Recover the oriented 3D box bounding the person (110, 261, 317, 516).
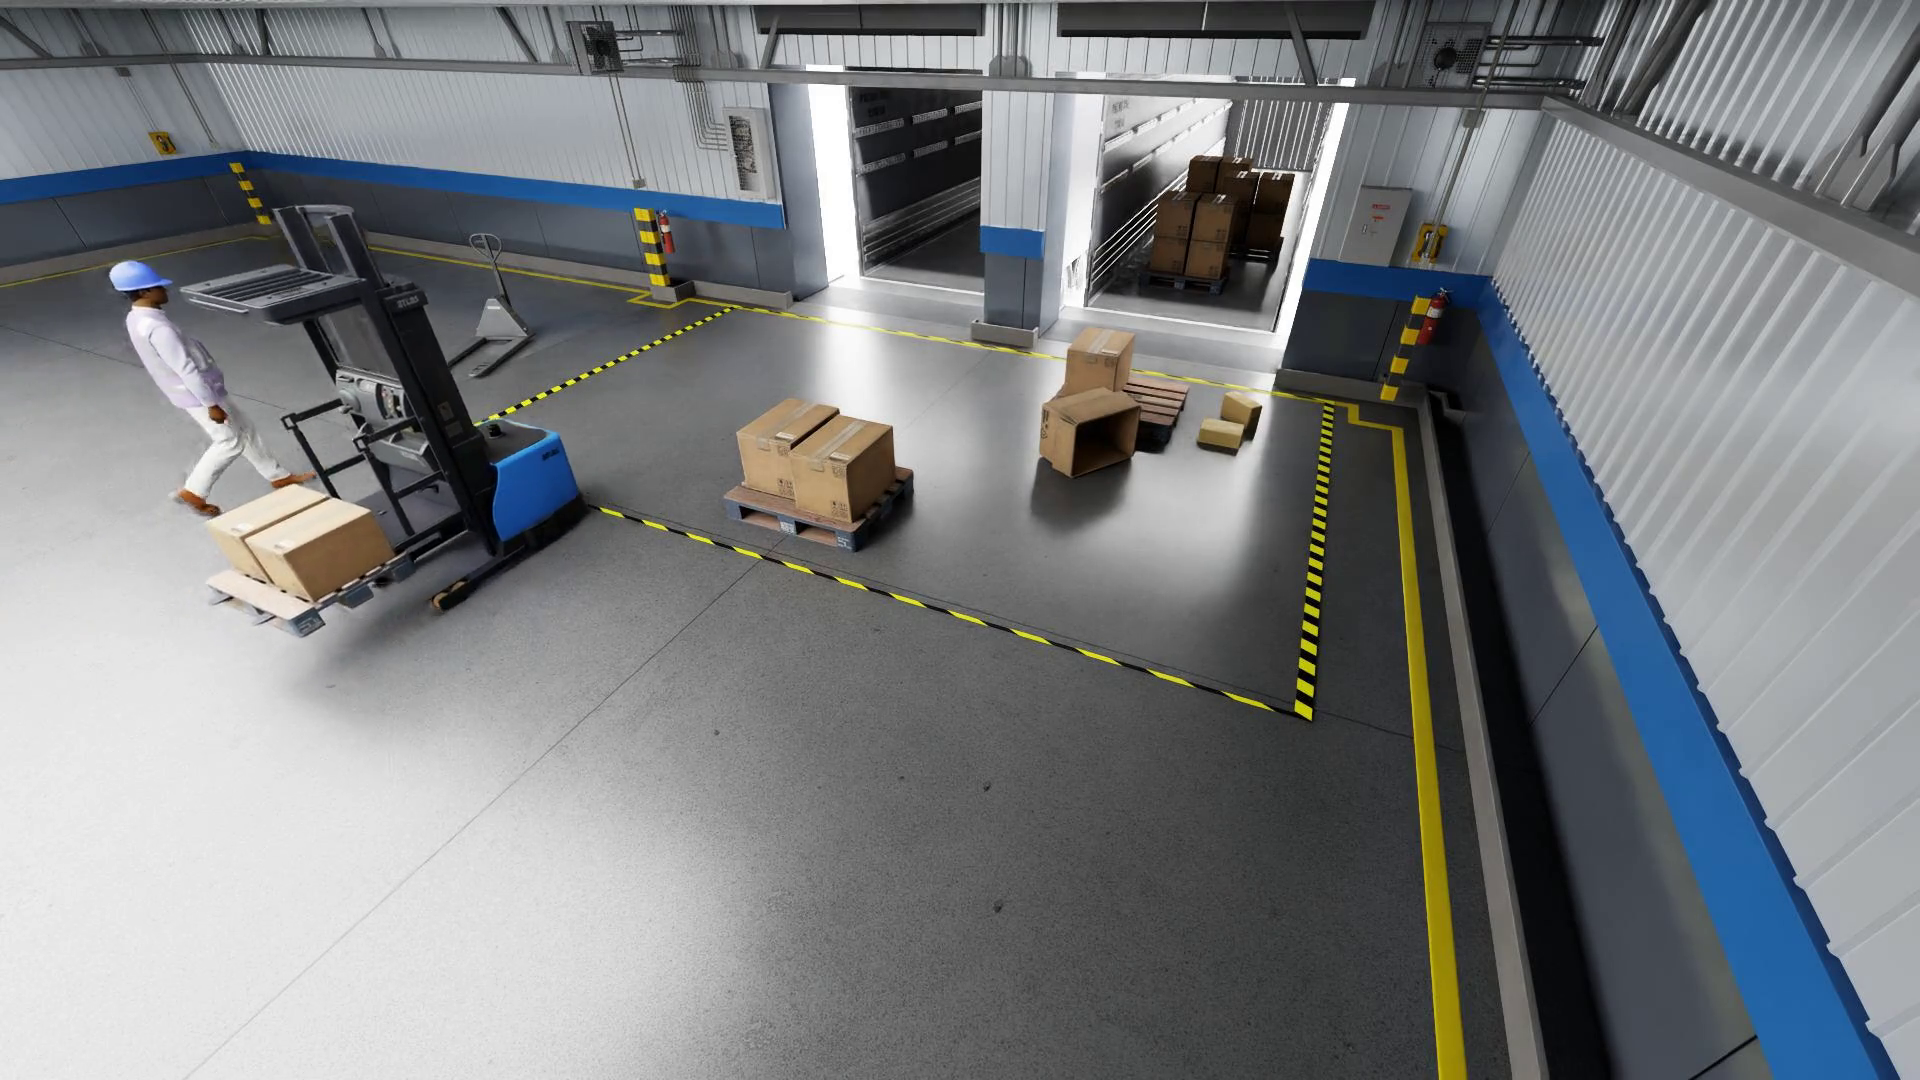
[{"bbox_3d":[-5.864,-1.092,5.570,0.626,1.923,0.869,26,43,31],"label":"person"}]

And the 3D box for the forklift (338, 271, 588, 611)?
[{"bbox_3d":[-3.486,-0.862,5.140,0.716,2.013,0.776,15,38,20],"label":"forklift"}]

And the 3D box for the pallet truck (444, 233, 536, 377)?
[{"bbox_3d":[-5.664,-2.712,8.427,0.680,1.201,1.601,0,35,-1],"label":"pallet truck"}]
